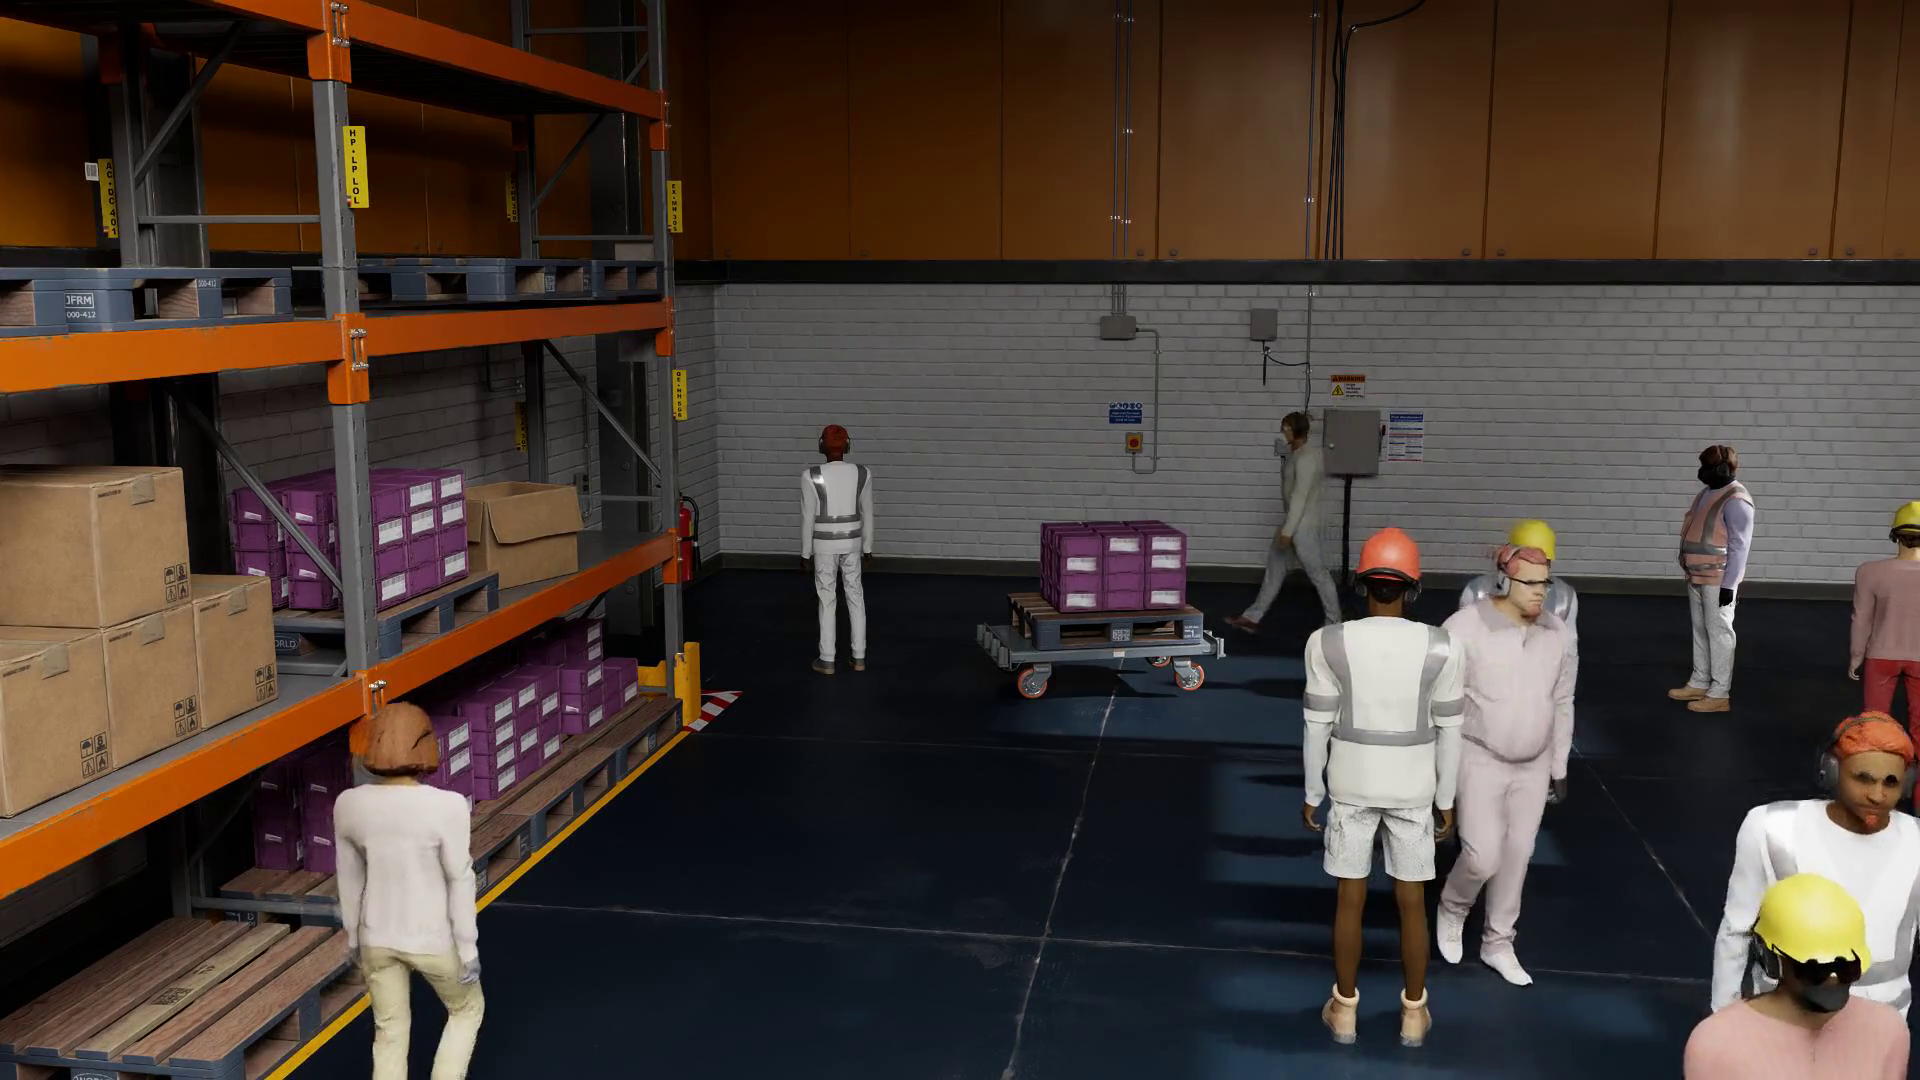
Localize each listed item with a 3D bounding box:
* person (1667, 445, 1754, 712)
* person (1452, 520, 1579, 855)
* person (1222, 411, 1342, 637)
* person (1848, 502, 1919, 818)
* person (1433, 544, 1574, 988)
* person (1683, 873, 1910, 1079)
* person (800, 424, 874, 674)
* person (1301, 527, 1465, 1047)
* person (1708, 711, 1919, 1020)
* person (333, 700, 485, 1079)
[{"bbox_3d":[5.190,0.261,11.496,0.429,1.842,0.635,0,9,2],"label":"person"},{"bbox_3d":[2.798,0.781,8.412,0.608,1.807,0.471,0,9,1],"label":"person"},{"bbox_3d":[2.721,-0.111,13.661,1.007,1.882,0.653,0,9,3],"label":"person"},{"bbox_3d":[5.210,0.668,9.222,0.526,1.768,0.331,4,10,22],"label":"person"},{"bbox_3d":[2.312,0.953,7.046,0.654,1.894,0.421,-3,10,-16],"label":"person"},{"bbox_3d":[1.841,1.567,3.727,0.539,1.750,0.417,-1,9,-6],"label":"person"},{"bbox_3d":[-0.928,0.069,12.552,0.583,1.882,0.337,-4,10,-23],"label":"person"},{"bbox_3d":[1.641,0.967,6.521,0.609,2.044,0.394,2,9,11],"label":"person"},{"bbox_3d":[2.425,1.382,4.573,0.596,1.842,0.884,2,9,12],"label":"person"},{"bbox_3d":[-1.828,1.334,5.546,0.520,1.615,0.435,2,9,11],"label":"person"}]
